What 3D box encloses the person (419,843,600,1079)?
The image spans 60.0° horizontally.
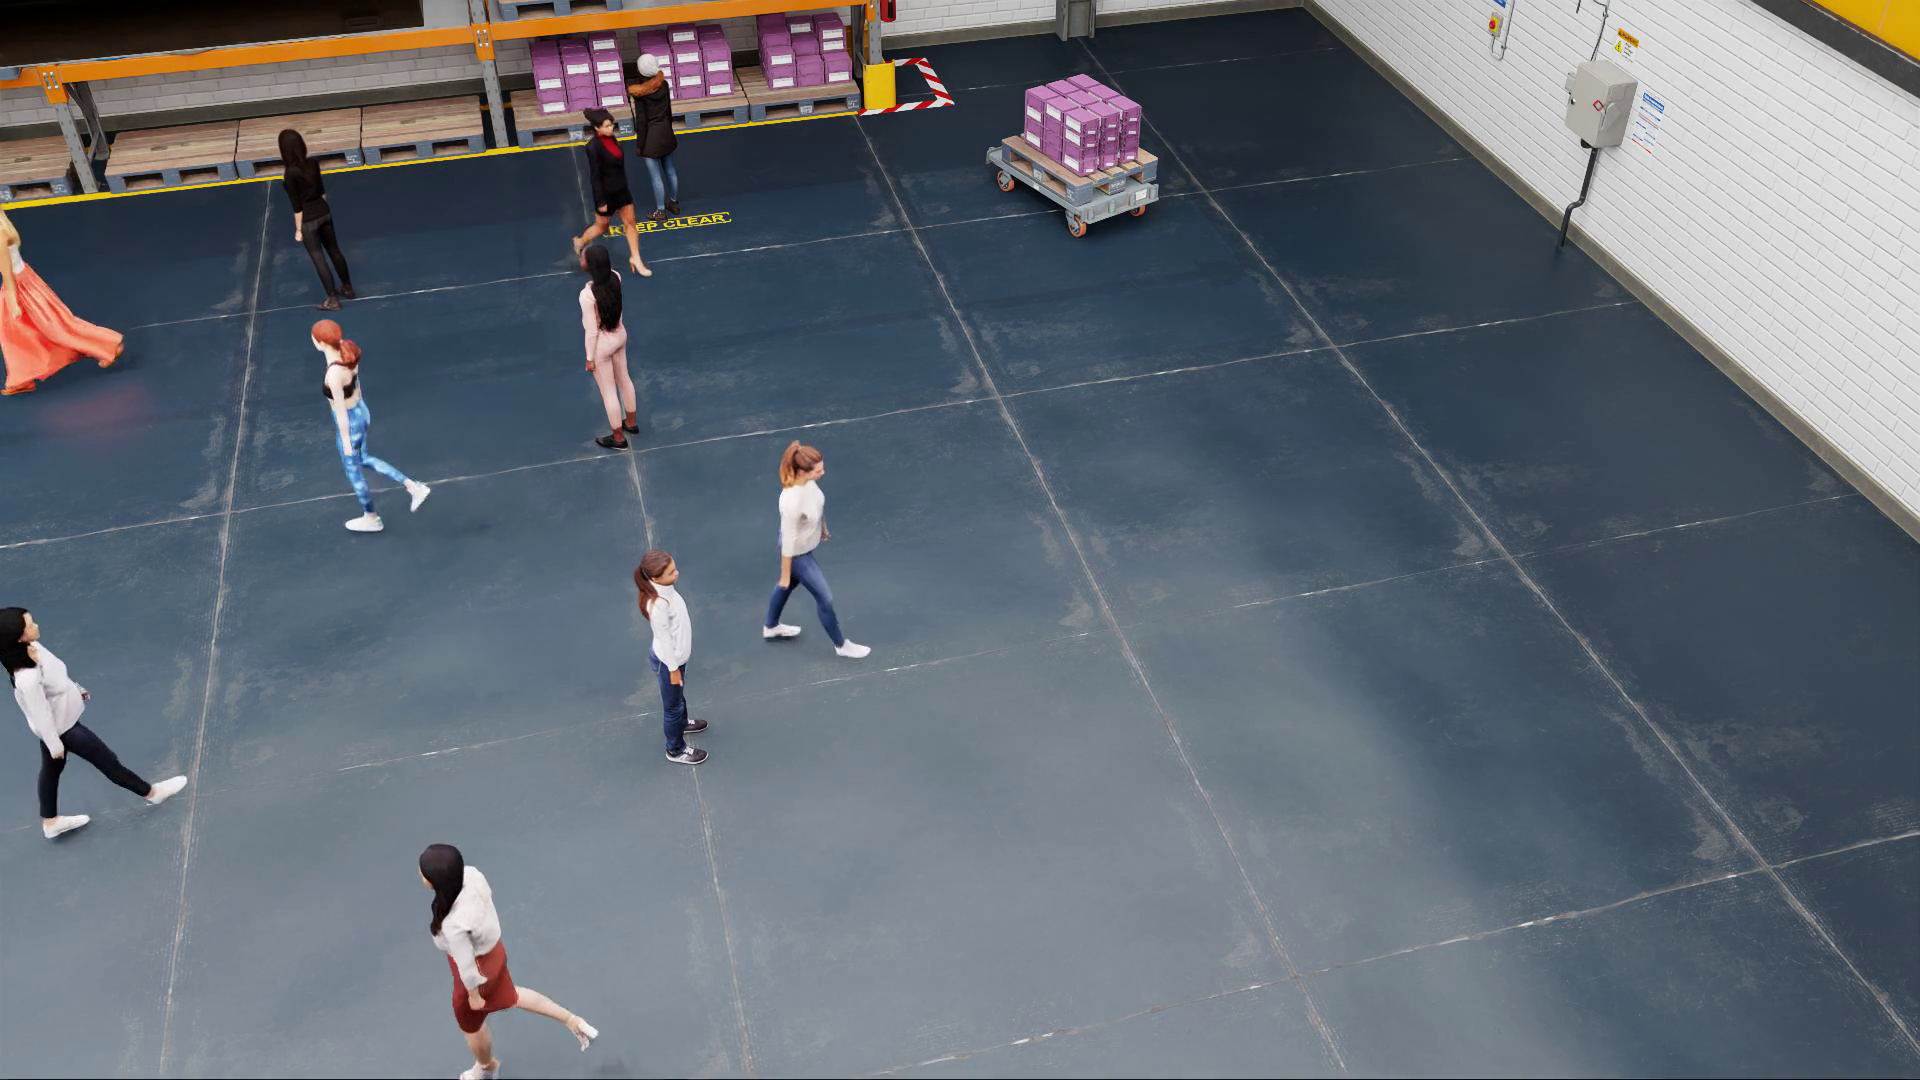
[{"bbox_3d":[-2.268,2.118,8.153,1.037,1.732,0.754,-1,39,-2],"label":"person"}]

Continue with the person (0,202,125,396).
[{"bbox_3d":[-7.355,-2.003,13.293,1.291,1.757,0.864,-21,43,-24],"label":"person"}]

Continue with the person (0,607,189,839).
[{"bbox_3d":[-5.256,1.080,9.508,1.129,1.663,0.836,-22,44,-25],"label":"person"}]

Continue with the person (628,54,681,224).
[{"bbox_3d":[-2.853,-3.781,15.619,0.808,1.634,0.735,24,45,27],"label":"person"}]

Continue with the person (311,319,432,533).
[{"bbox_3d":[-4.186,-0.768,11.735,0.947,1.773,0.693,0,39,0],"label":"person"}]

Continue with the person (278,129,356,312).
[{"bbox_3d":[-5.562,-2.760,14.335,0.693,1.641,0.664,14,41,17],"label":"person"}]

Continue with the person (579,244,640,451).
[{"bbox_3d":[-2.685,-1.479,12.668,0.737,1.719,0.703,15,41,18],"label":"person"}]

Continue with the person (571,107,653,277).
[{"bbox_3d":[-3.169,-3.043,14.711,1.046,1.614,0.930,14,41,17],"label":"person"}]

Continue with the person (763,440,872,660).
[{"bbox_3d":[-1.113,0.077,10.739,1.132,1.695,0.962,2,39,3],"label":"person"}]

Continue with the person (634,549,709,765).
[{"bbox_3d":[-1.765,0.682,10.091,0.571,1.558,0.564,-3,39,-4],"label":"person"}]
